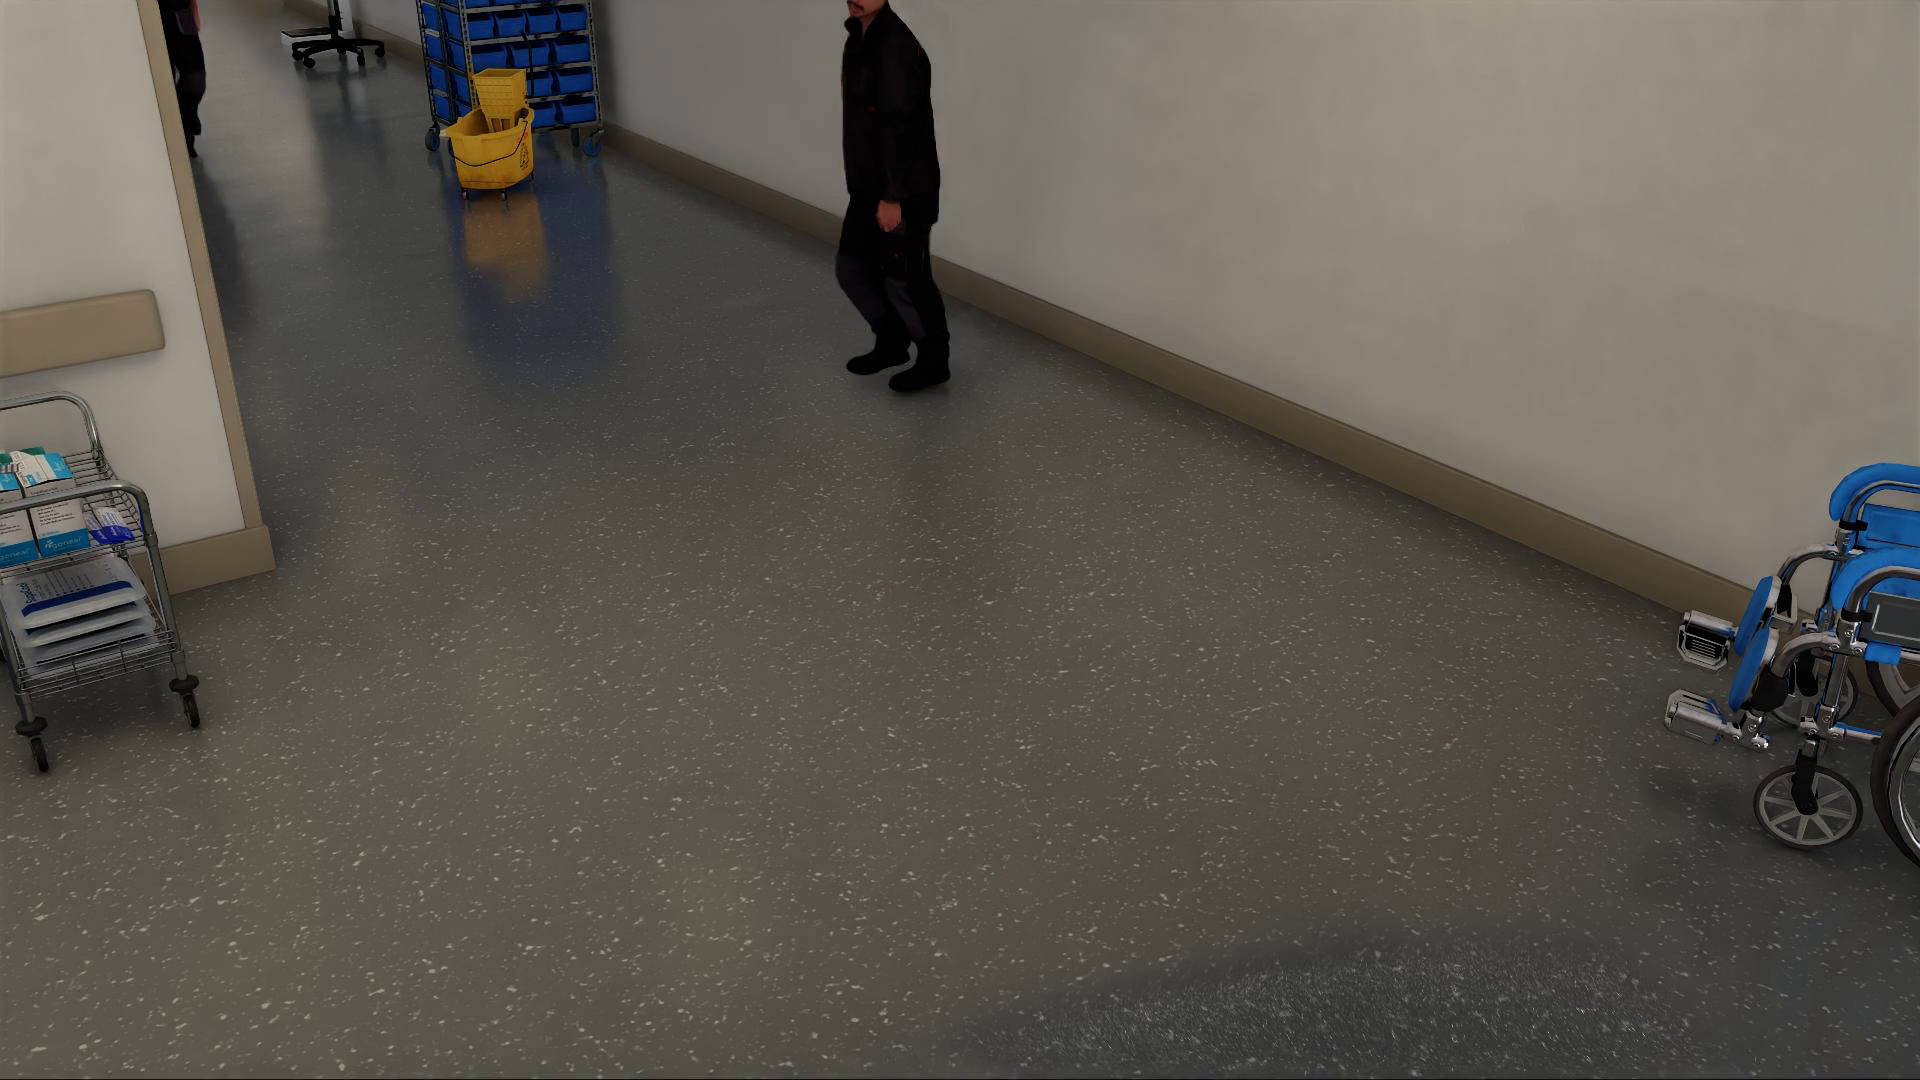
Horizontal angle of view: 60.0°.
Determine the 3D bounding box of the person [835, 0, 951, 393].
[{"bbox_3d":[-0.219,-1.484,6.702,0.740,1.835,0.820,-7,27,-14],"label":"person"}]
